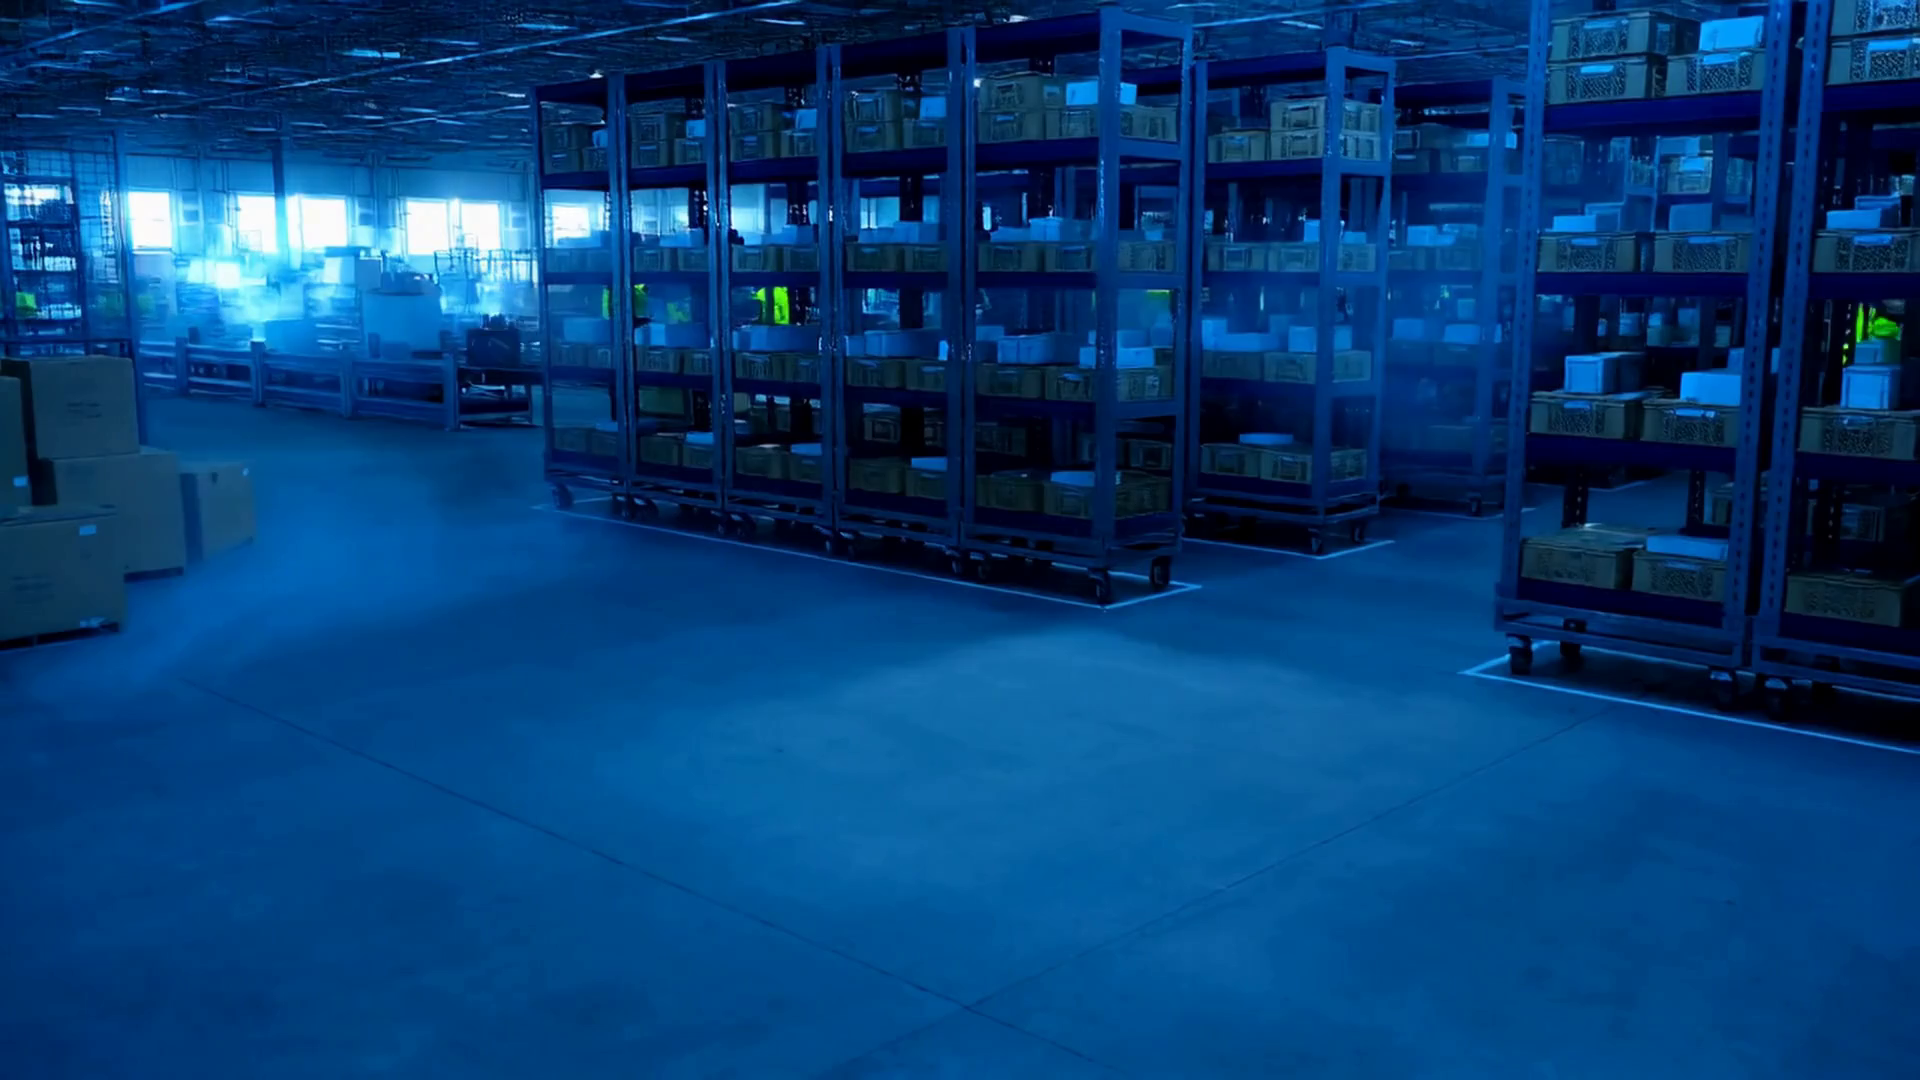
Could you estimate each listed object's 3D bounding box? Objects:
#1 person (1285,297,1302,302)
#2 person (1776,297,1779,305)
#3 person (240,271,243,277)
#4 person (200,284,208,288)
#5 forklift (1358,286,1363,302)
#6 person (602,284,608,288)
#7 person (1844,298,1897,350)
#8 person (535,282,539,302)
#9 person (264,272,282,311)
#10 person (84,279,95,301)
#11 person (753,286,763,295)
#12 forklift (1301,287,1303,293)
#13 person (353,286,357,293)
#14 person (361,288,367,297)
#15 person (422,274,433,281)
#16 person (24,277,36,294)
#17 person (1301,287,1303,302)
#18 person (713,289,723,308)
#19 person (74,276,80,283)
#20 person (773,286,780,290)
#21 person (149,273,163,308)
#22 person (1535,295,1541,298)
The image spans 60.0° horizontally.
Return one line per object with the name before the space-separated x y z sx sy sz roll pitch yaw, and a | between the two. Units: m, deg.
person | 8.475 -5.687 42.432 0.555 1.688 0.922 -1 9 -4
person | 11.138 -2.613 22.959 0.992 1.892 0.622 9 13 43
person | -37.165 -12.949 86.219 0.542 1.938 0.358 8 12 41
person | -37.164 -12.169 81.625 0.883 1.889 0.611 0 9 -2
forklift | 11.100 -7.017 46.970 1.873 2.768 1.129 9 13 43
person | -16.111 -11.240 75.430 0.695 2.000 0.882 -8 12 -40
person | 9.030 -1.549 16.692 0.739 1.815 0.569 -8 12 -40
person | -16.104 -9.300 64.056 0.510 1.872 0.328 3 10 16
person | -22.092 -7.617 53.443 0.602 1.966 0.368 2 9 12
person | -29.294 -7.886 55.854 0.915 1.720 0.523 -7 12 -37
person | -9.538 -11.519 78.425 0.520 1.623 0.608 -6 11 -31
forklift | 10.769 -8.203 54.240 1.129 2.768 1.873 8 12 42
person | -23.239 -9.360 64.338 0.634 1.887 0.797 2 10 14
person | -19.750 -7.840 54.980 0.394 1.927 0.573 -6 11 -35
person | -25.943 -12.039 81.050 0.657 1.825 0.435 0 9 -3
person | -30.220 -7.670 54.171 0.515 1.829 0.539 4 10 22
person | 9.501 -6.310 46.309 0.567 1.678 0.536 7 12 37
person | -7.344 -6.931 50.373 0.849 1.584 0.514 8 12 40
person | -45.101 -12.828 85.303 0.382 1.993 0.622 4 10 24
person | -7.392 -9.700 67.168 0.872 1.652 0.548 -9 13 -42
person | -27.495 -8.149 56.867 0.548 1.918 0.578 3 10 20
person | 15.356 -6.149 44.895 0.591 1.823 0.404 -1 9 -8
